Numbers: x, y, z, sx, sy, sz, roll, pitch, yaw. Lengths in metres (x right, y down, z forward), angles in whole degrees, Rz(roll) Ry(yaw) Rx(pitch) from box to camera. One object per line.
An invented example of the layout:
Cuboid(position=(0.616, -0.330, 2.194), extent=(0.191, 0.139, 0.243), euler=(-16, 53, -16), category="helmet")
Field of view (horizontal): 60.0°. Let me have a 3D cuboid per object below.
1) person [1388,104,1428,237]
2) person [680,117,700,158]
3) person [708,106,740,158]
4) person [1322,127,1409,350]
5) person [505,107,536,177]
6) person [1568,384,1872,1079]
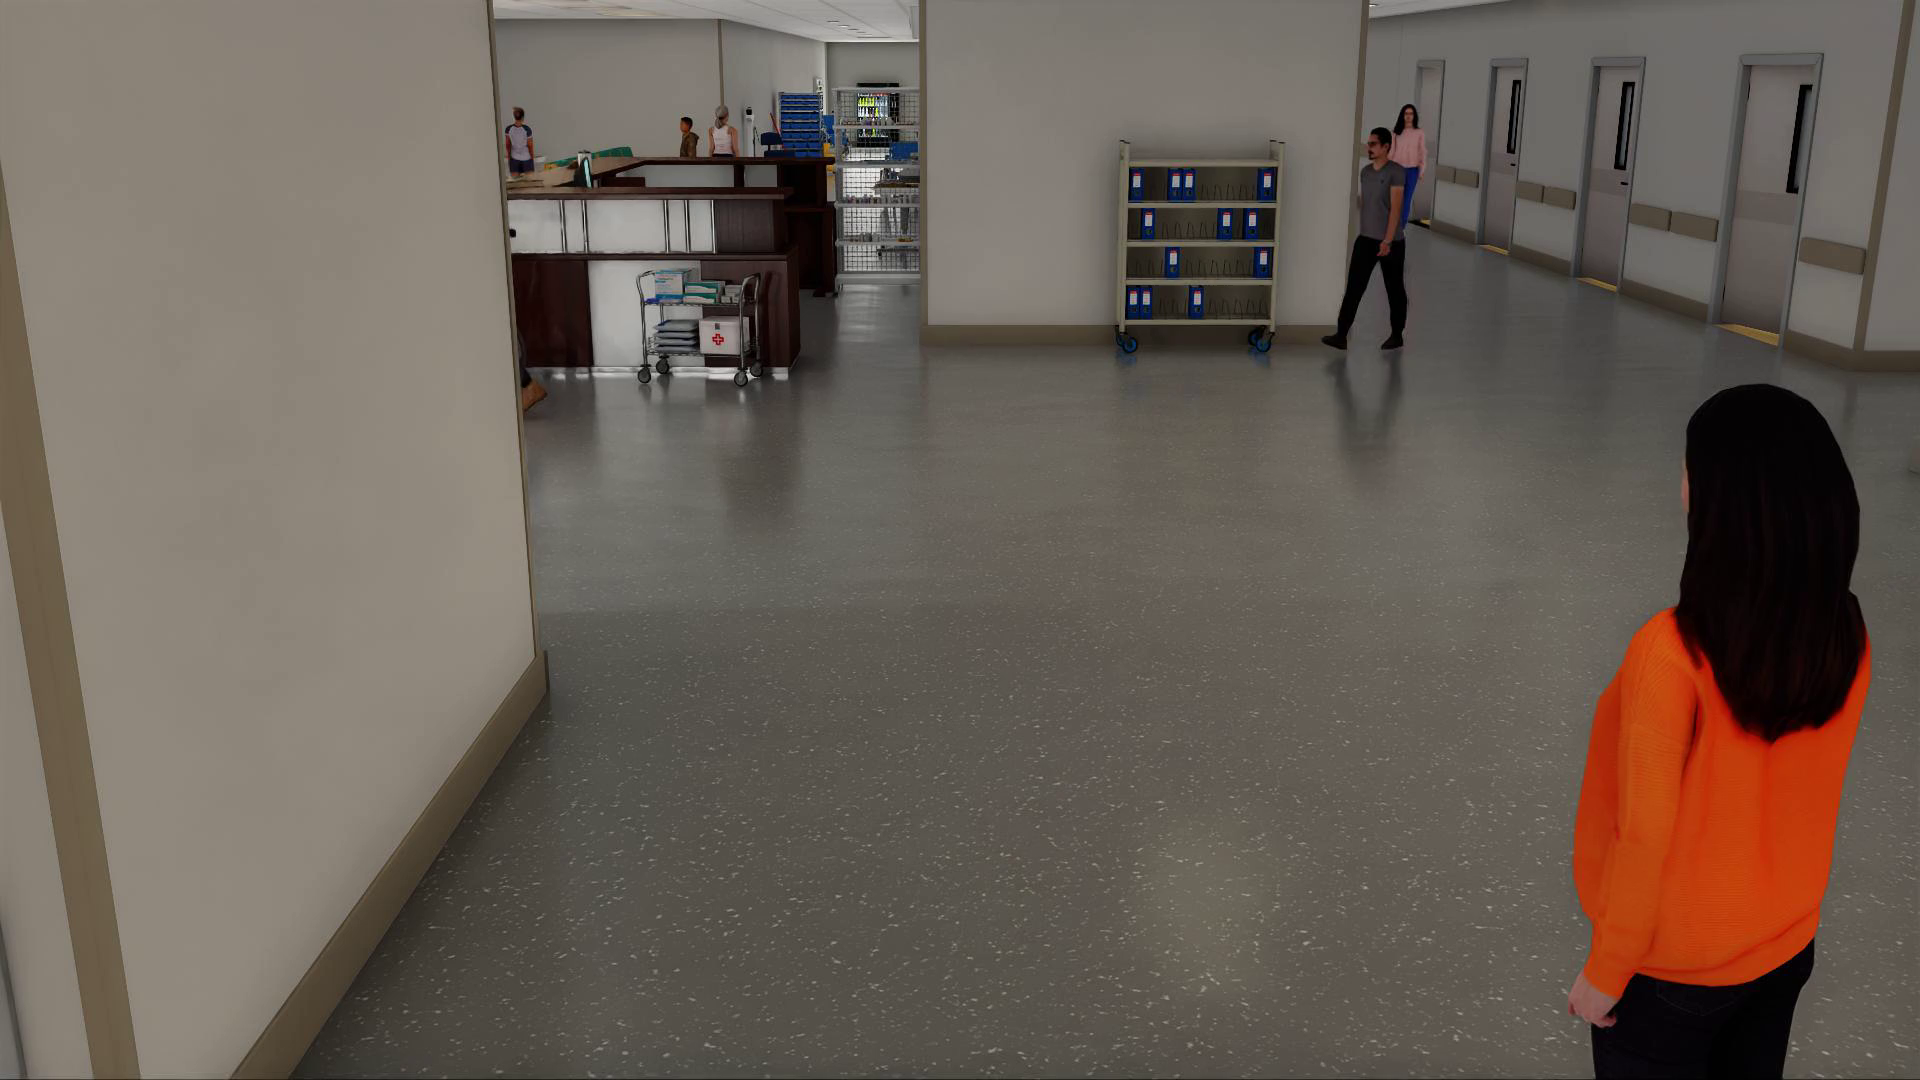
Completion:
Cuboid(position=(5.797, -4.761, 21.654), extent=(0.984, 1.736, 0.887), euler=(4, 16, 14), category="person")
Cuboid(position=(-4.368, -6.088, 26.884), extent=(0.698, 1.452, 0.666), euler=(-9, 18, -30), category="person")
Cuboid(position=(-3.363, -5.302, 23.640), extent=(0.550, 1.700, 0.715), euler=(4, 16, 13), category="person")
Cuboid(position=(3.373, -2.340, 13.106), extent=(1.146, 1.715, 1.054), euler=(-14, 21, -41), category="person")
Cuboid(position=(-6.819, -5.894, 25.861), extent=(0.462, 1.635, 0.647), euler=(-1, 16, -4), category="person")
Cuboid(position=(1.140, 0.623, 2.533), extent=(0.657, 1.749, 0.767), euler=(-9, 18, -29), category="person")
